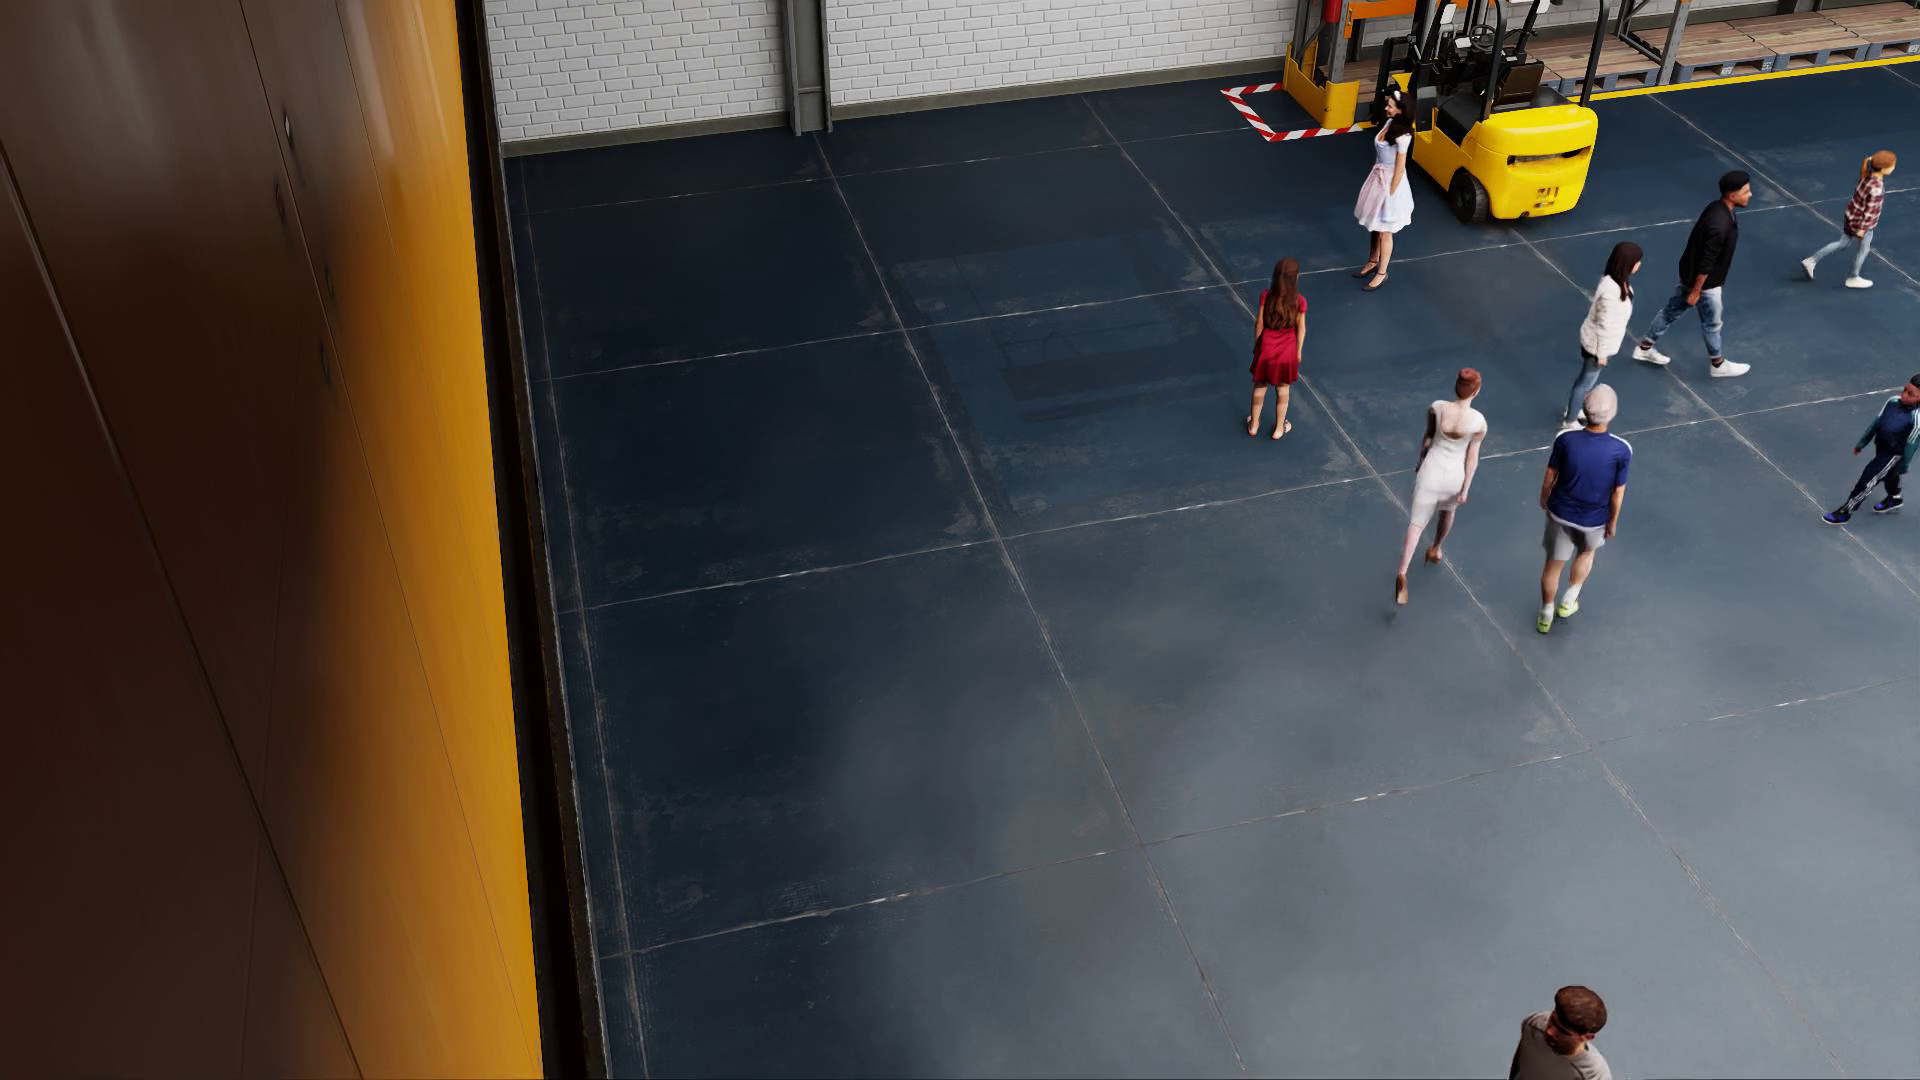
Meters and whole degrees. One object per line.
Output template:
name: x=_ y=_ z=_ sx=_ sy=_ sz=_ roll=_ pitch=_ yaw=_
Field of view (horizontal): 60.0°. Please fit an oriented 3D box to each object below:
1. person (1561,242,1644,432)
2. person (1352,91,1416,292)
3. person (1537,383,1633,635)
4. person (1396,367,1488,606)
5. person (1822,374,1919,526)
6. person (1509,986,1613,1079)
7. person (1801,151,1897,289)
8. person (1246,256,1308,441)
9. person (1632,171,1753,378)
person: x=4.876 y=-1.548 z=12.698 sx=0.741 sy=1.635 sz=0.716 roll=13 pitch=40 yaw=16
person: x=3.682 y=-3.017 z=14.392 sx=0.753 sy=1.816 sz=0.728 roll=-5 pitch=39 yaw=-6
person: x=3.987 y=-0.128 z=10.774 sx=0.785 sy=1.817 sz=0.860 roll=16 pitch=41 yaw=19
person: x=3.168 y=-0.335 z=11.080 sx=1.049 sy=1.758 sz=1.135 roll=22 pitch=44 yaw=25
person: x=6.708 y=-0.654 z=11.904 sx=0.925 sy=1.229 sz=0.590 roll=-4 pitch=39 yaw=-5
person: x=2.618 y=2.578 z=7.356 sx=1.269 sy=1.854 sz=0.876 roll=-19 pitch=42 yaw=-22
person: x=7.817 y=-2.813 z=14.559 sx=0.922 sy=1.290 sz=0.709 roll=4 pitch=39 yaw=5
person: x=2.415 y=-1.466 z=12.663 sx=0.668 sy=1.551 sz=0.727 roll=12 pitch=40 yaw=14
person: x=5.853 y=-2.128 z=13.315 sx=1.246 sy=1.771 sz=1.099 roll=12 pitch=40 yaw=14
